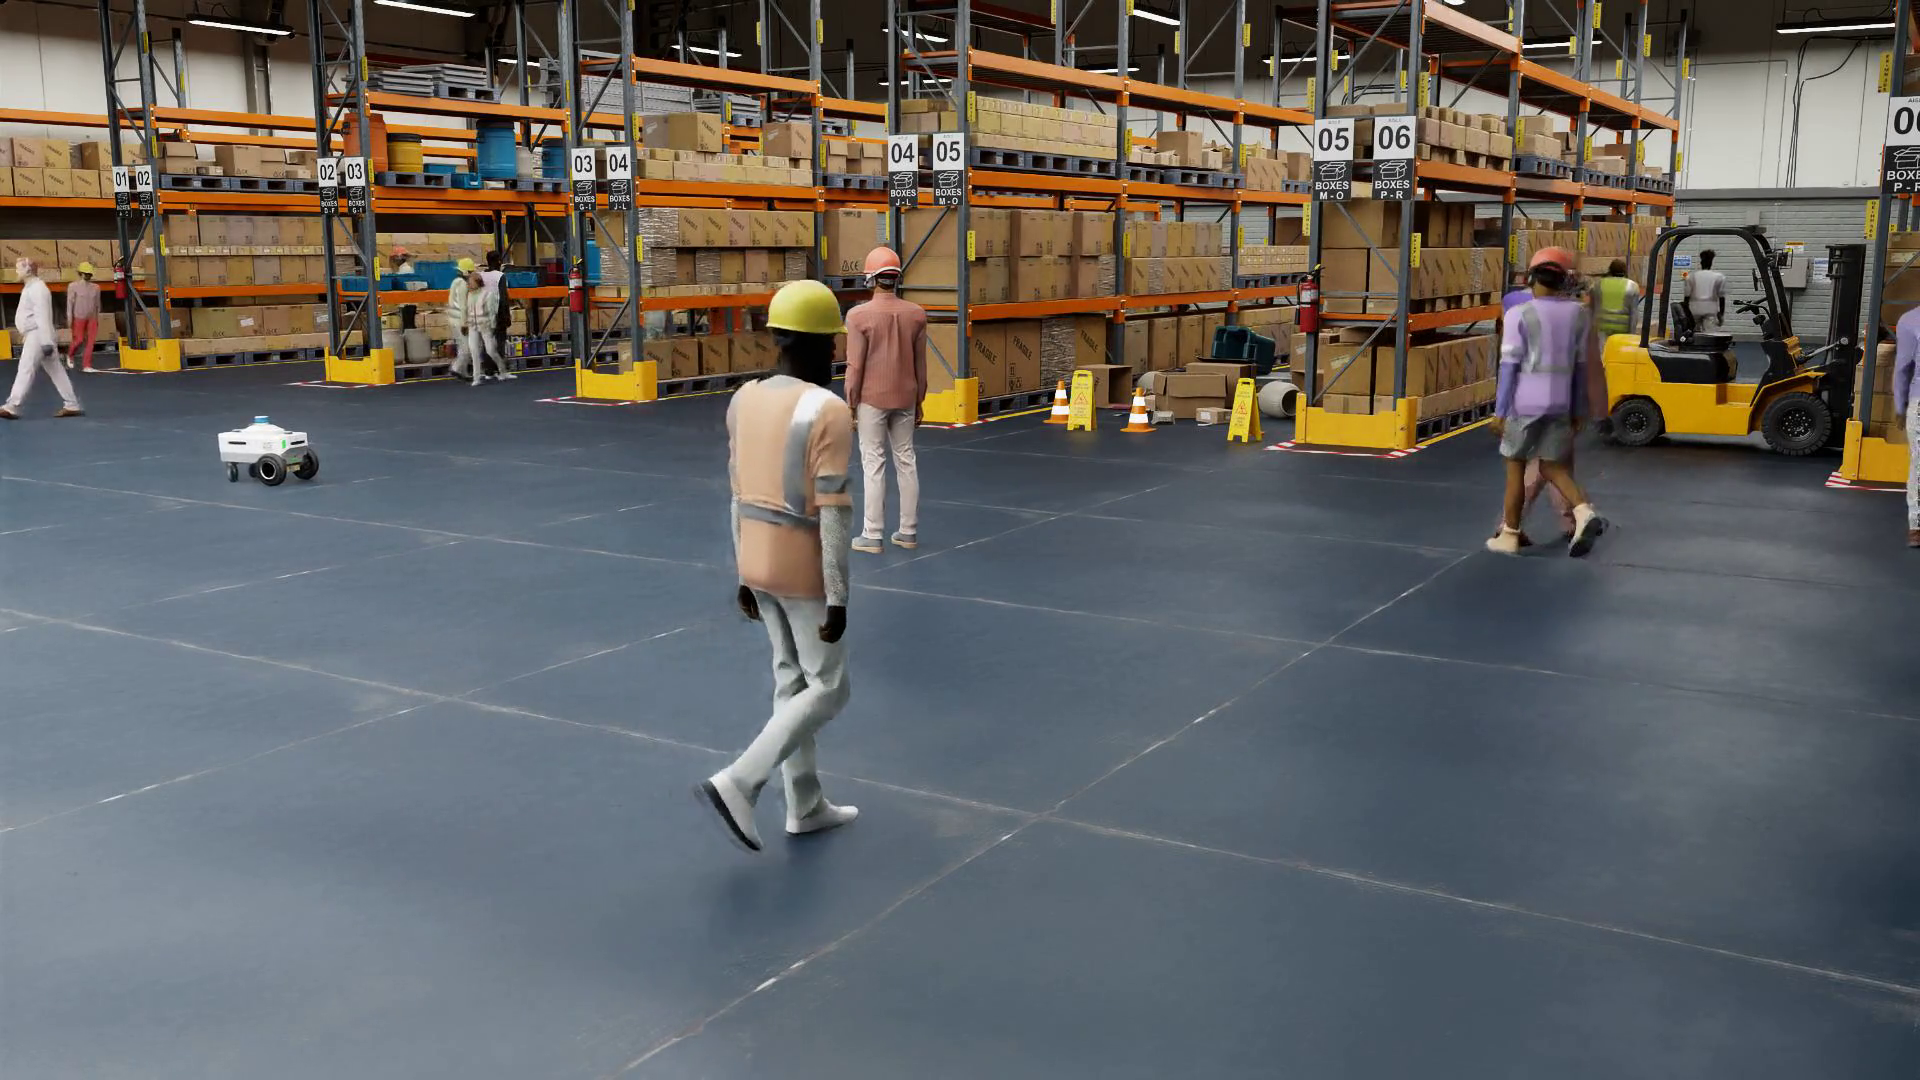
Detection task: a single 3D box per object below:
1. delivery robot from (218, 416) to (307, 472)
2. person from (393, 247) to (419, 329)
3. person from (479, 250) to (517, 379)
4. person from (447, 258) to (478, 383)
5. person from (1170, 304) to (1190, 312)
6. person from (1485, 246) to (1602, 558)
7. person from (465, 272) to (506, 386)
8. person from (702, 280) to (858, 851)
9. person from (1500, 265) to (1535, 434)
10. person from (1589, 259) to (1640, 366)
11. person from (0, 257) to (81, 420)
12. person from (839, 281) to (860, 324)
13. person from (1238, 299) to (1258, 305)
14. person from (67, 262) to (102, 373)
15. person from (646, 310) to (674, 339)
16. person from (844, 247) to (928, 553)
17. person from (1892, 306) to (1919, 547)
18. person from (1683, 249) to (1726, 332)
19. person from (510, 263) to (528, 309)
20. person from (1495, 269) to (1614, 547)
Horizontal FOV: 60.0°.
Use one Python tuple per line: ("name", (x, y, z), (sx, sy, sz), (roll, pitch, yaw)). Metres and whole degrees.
("delivery robot", (-5.917, -0.808, 14.114), (0.707, 0.478, 0.477), (3, 10, 16))
("person", (-9.450, -4.037, 28.588), (0.438, 1.951, 0.665), (-4, 11, -23))
("person", (-6.950, -3.348, 24.803), (0.587, 1.914, 0.390), (6, 12, 29))
("person", (-7.127, -3.145, 23.944), (0.440, 1.810, 0.632), (-5, 11, -27))
("person", (4.620, -5.273, 35.225), (0.705, 2.000, 0.669), (-6, 12, -32))
("person", (3.734, -0.851, 10.553), (0.654, 2.012, 0.799), (-4, 11, -20))
("person", (-6.829, -3.019, 23.816), (0.529, 1.613, 0.687), (2, 10, 13))
("person", (-0.595, 0.103, 5.496), (0.614, 1.910, 0.588), (-10, 14, -44))
("person", (5.755, -1.885, 16.853), (0.561, 1.826, 0.493), (5, 11, 28))
("person", (8.471, -2.721, 21.560), (0.629, 1.822, 0.567), (6, 12, 30))
("person", (-10.725, -2.313, 19.162), (0.994, 1.851, 0.665), (-5, 11, -27))
("person", (-2.223, -4.720, 32.720), (0.514, 1.827, 0.418), (6, 12, 30))
("person", (5.214, -4.336, 30.625), (0.502, 1.812, 0.996), (6, 12, 29))
("person", (-13.765, -3.492, 26.109), (0.548, 1.736, 0.535), (6, 12, 30))
("person", (-4.428, -3.227, 24.694), (0.494, 1.717, 0.722), (6, 12, 29))
("person", (-0.494, -0.913, 10.934), (0.621, 1.994, 0.381), (-7, 12, -34))
("person", (6.639, -0.930, 11.240), (0.632, 1.919, 0.831), (6, 12, 31))
("person", (11.472, -3.514, 25.668), (0.613, 1.945, 0.757), (4, 11, 20))
("person", (-9.293, -5.278, 35.430), (0.627, 1.989, 1.070), (6, 12, 31))
("person", (4.006, -0.884, 11.180), (1.006, 1.859, 0.648), (-4, 11, -20))
